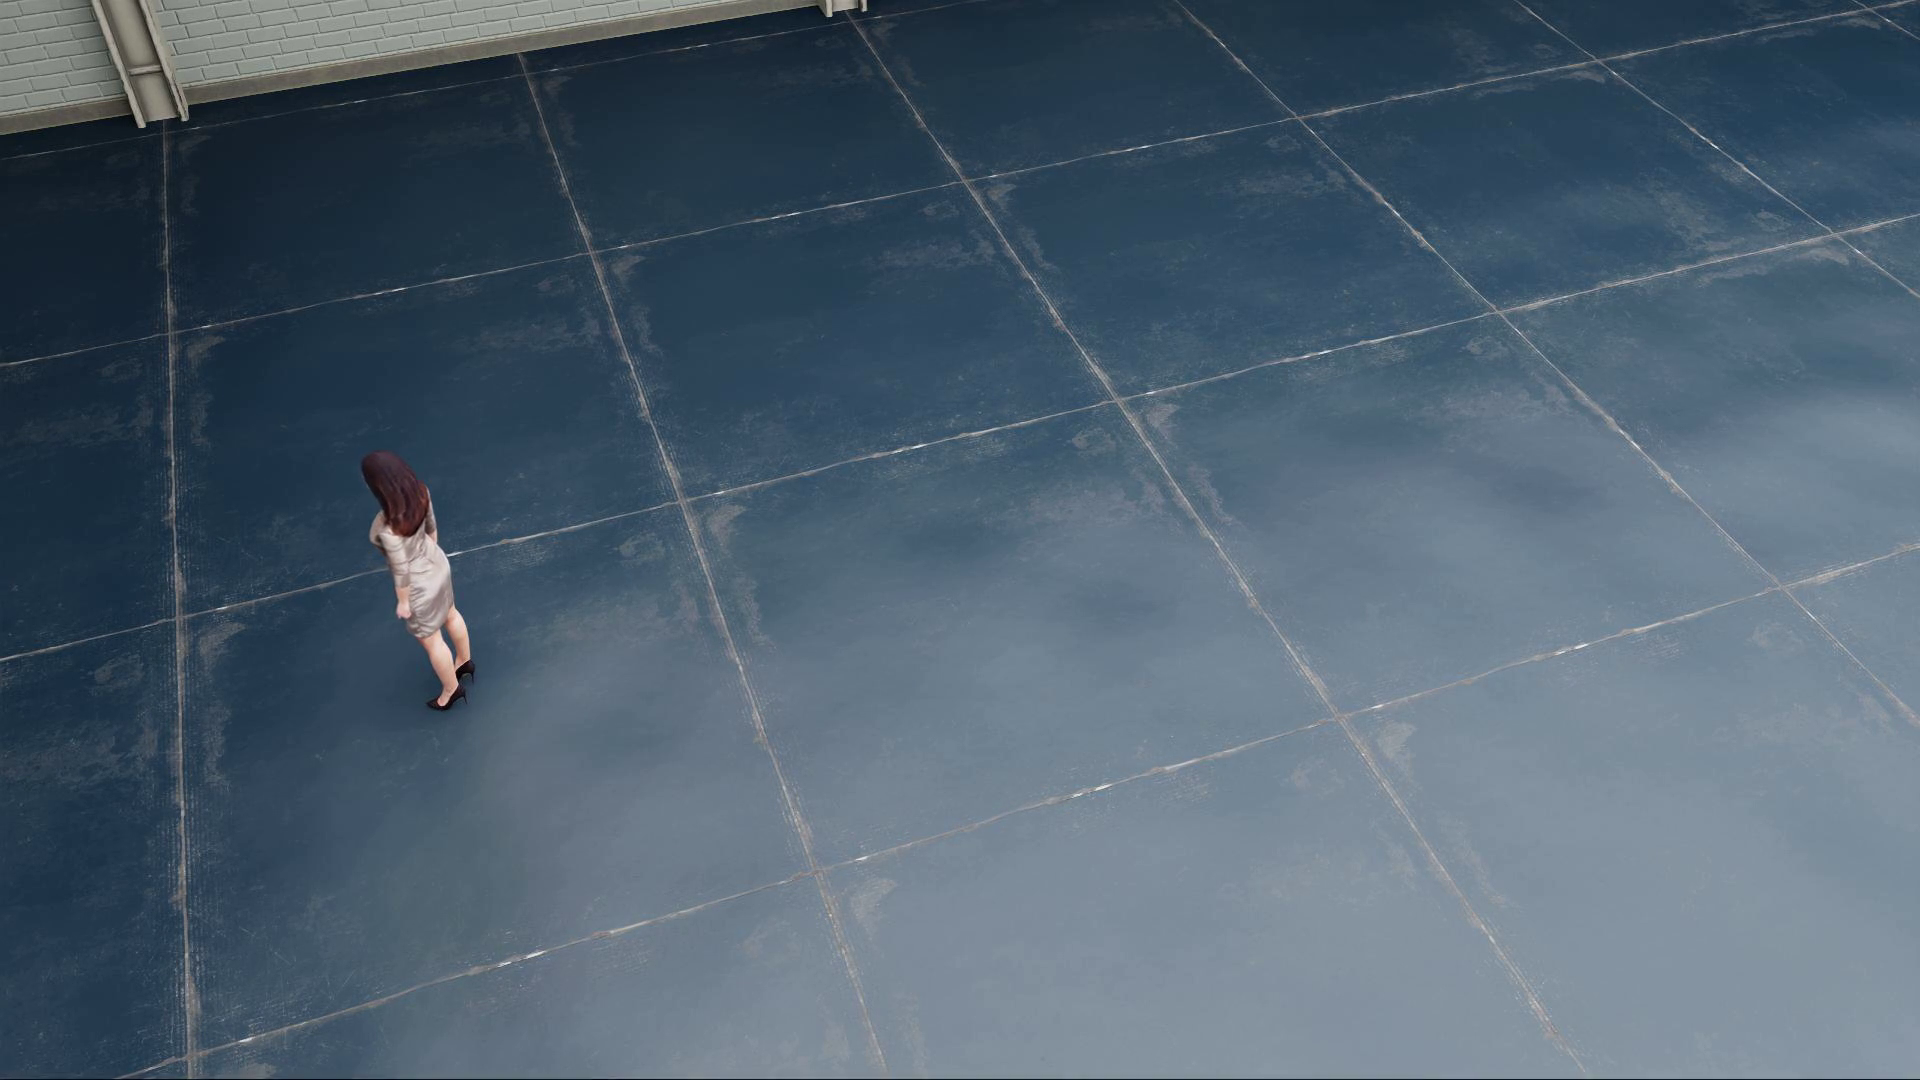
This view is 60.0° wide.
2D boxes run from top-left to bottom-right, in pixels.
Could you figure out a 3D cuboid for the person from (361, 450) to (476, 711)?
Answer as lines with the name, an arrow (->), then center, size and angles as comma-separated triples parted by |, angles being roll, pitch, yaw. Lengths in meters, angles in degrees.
person -> -2.815, 0.215, 8.706 | 0.665, 1.745, 0.662 | 7, 43, 7
